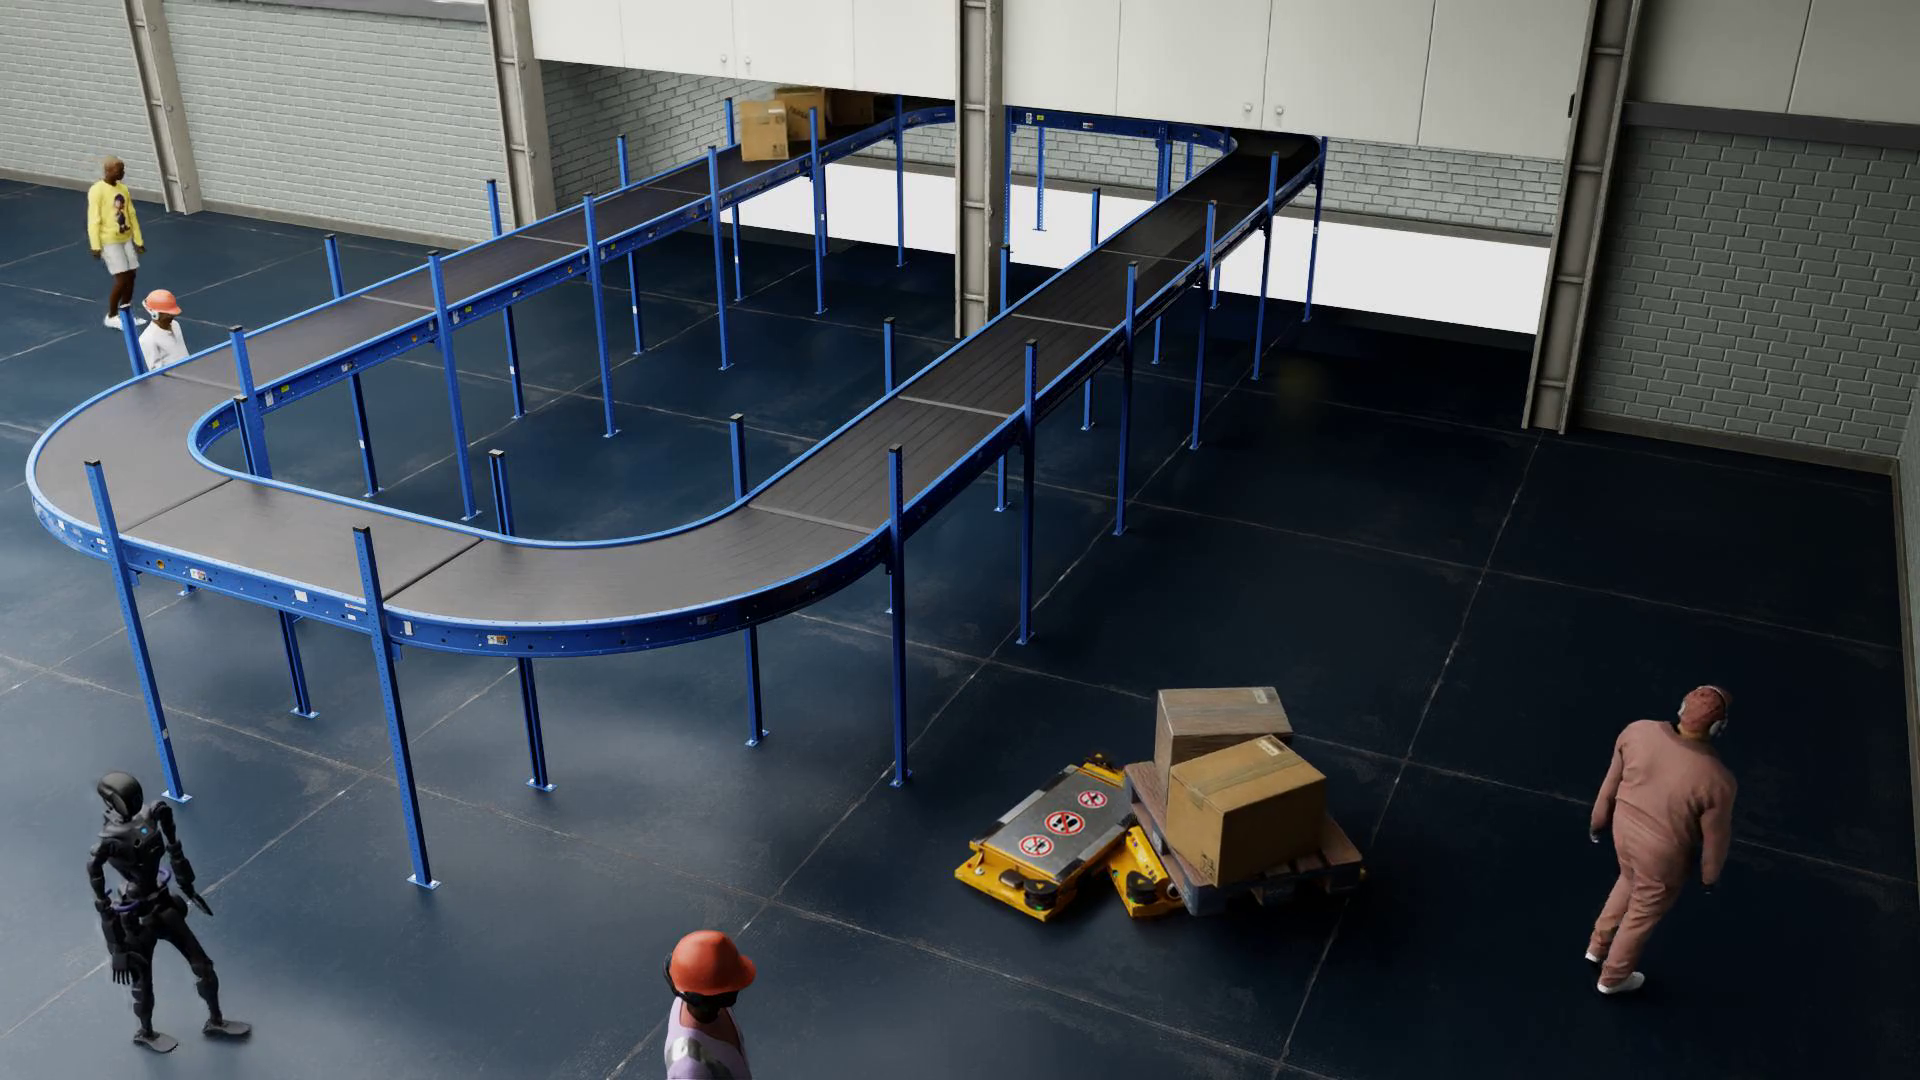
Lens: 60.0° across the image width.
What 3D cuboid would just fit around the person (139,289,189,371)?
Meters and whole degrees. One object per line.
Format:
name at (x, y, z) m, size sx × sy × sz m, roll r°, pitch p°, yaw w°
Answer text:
person at (-6.833, -1.338, 14.509) m, size 0.331 × 1.745 × 0.558 m, roll 0°, pitch 26°, yaw 1°

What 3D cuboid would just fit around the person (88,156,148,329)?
person at (-9.259, -3.255, 18.253) m, size 0.395 × 1.856 × 0.624 m, roll 6°, pitch 27°, yaw 12°

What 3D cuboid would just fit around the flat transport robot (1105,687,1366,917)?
flat transport robot at (1.588, 1.851, 9.746) m, size 1.431 × 0.231 × 0.659 m, roll -6°, pitch 27°, yaw -12°

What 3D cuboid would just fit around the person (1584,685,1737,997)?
person at (3.590, 1.562, 8.513) m, size 0.460 × 1.881 × 0.668 m, roll -14°, pitch 30°, yaw -26°

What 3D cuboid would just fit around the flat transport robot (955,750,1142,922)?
flat transport robot at (0.666, 1.744, 9.963) m, size 0.659 × 0.231 × 1.431 m, roll 19°, pitch 32°, yaw 34°

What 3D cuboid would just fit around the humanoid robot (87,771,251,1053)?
humanoid robot at (-3.952, 1.853, 8.172) m, size 0.646 × 1.636 × 0.585 m, roll 8°, pitch 27°, yaw 15°

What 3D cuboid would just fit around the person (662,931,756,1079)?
person at (-0.958, 2.392, 6.665) m, size 0.369 × 2.044 × 0.606 m, roll -2°, pitch 26°, yaw -4°
